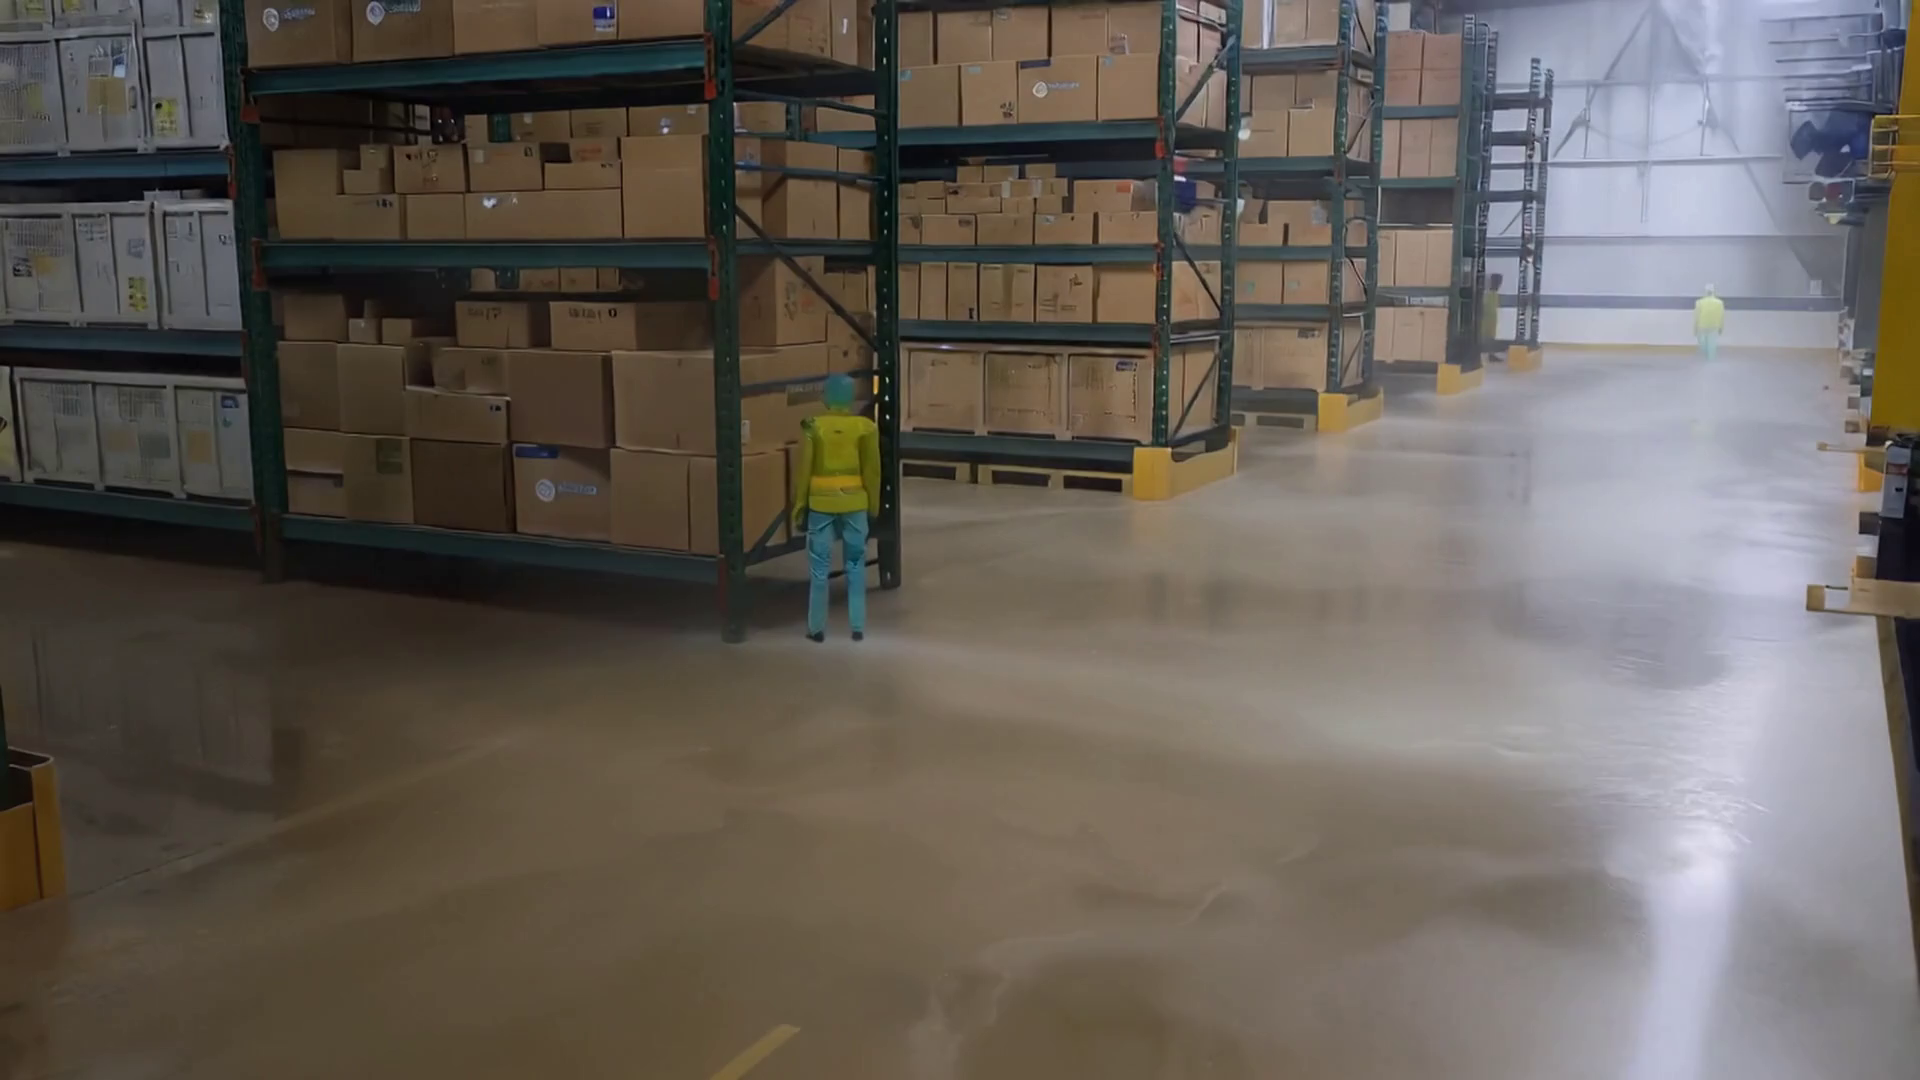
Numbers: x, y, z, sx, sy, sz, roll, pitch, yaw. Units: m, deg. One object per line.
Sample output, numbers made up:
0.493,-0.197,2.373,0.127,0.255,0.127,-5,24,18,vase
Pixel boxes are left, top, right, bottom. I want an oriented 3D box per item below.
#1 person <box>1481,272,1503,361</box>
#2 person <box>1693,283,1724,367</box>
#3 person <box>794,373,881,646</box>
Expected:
11.410,-4.824,35.974,0.738,1.918,0.551,7,12,34,person
15.263,-4.378,33.911,0.570,1.731,0.665,2,10,12,person
-0.726,-0.178,9.892,0.521,1.631,0.314,-3,10,-15,person
